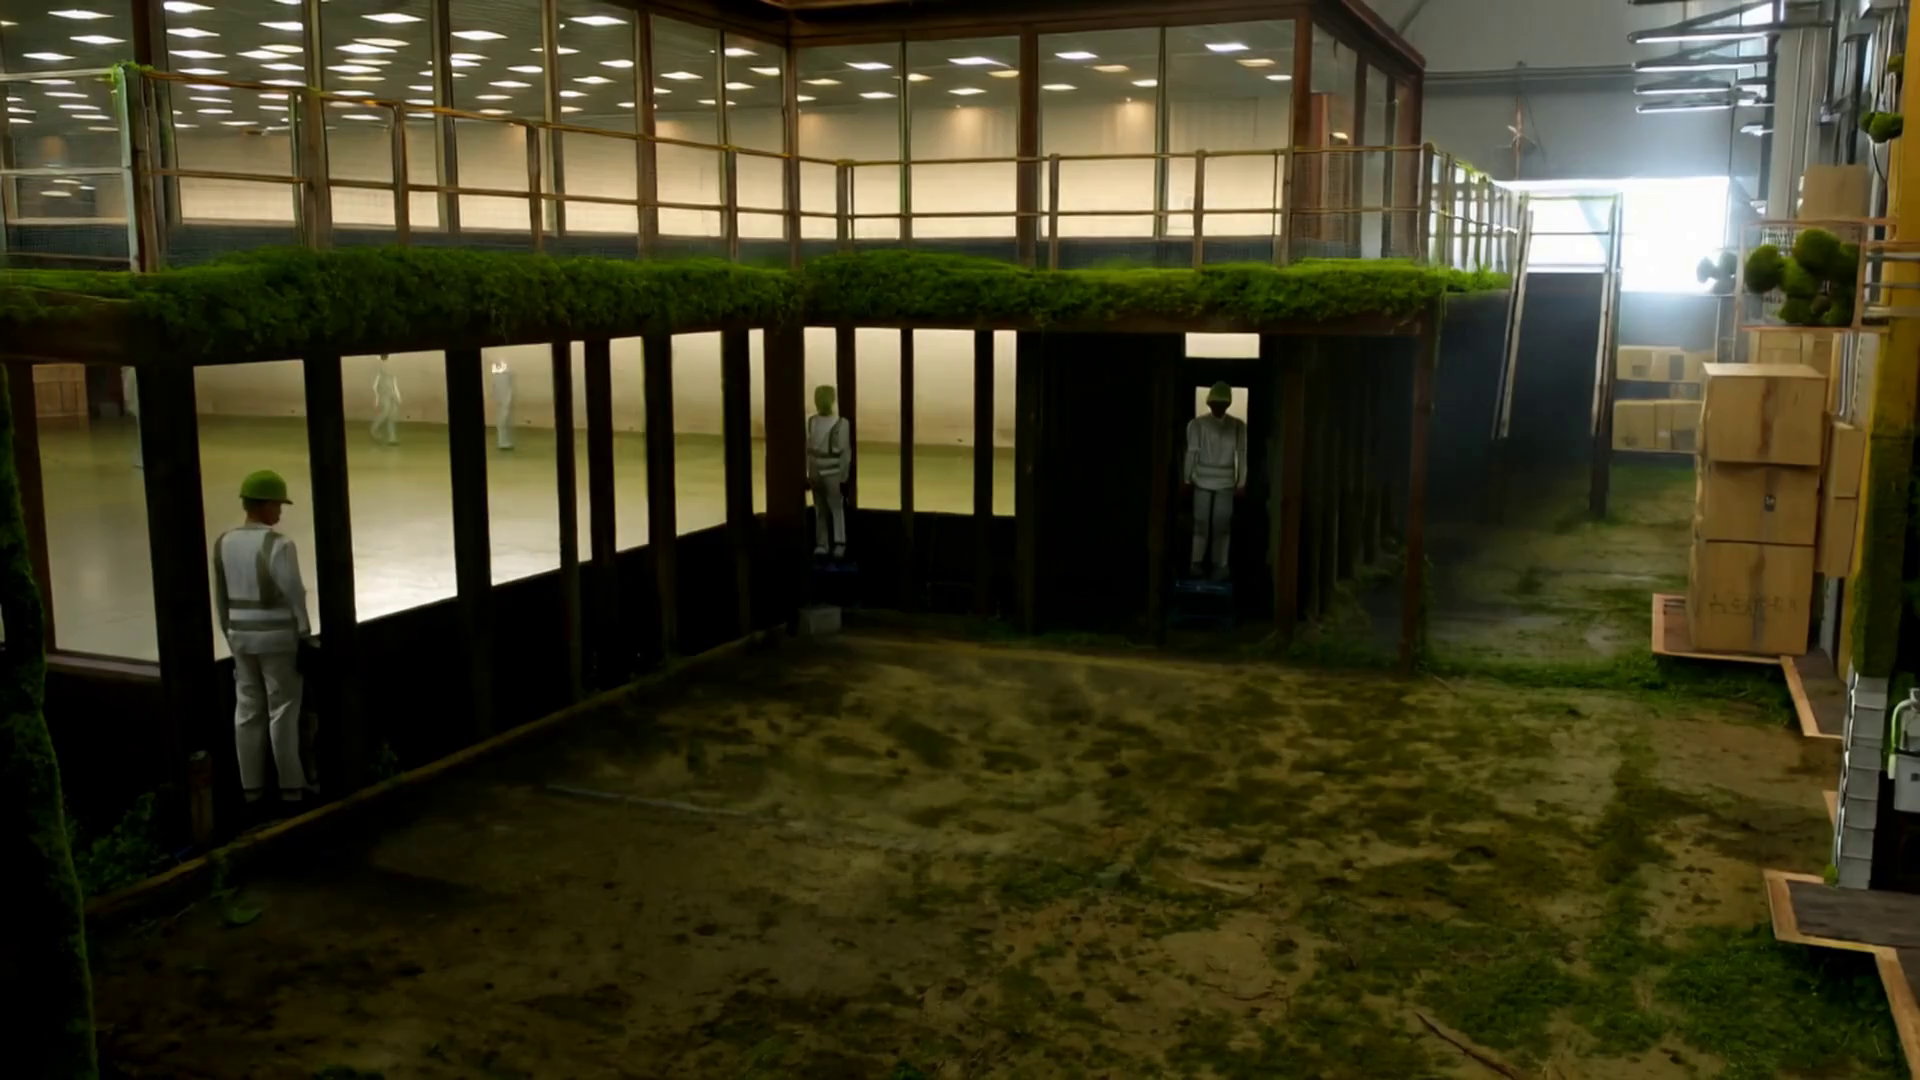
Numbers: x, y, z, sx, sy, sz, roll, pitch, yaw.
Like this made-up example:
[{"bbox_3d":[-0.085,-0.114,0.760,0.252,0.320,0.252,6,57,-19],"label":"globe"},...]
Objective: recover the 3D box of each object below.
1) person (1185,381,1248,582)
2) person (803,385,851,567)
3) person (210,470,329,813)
[{"bbox_3d":[2.516,-0.568,16.337,0.612,1.986,0.405,1,9,5],"label":"person"},{"bbox_3d":[-1.383,-0.663,17.227,0.576,1.882,0.355,7,12,37],"label":"person"},{"bbox_3d":[-3.918,0.576,9.419,0.604,1.937,0.403,4,10,23],"label":"person"}]
